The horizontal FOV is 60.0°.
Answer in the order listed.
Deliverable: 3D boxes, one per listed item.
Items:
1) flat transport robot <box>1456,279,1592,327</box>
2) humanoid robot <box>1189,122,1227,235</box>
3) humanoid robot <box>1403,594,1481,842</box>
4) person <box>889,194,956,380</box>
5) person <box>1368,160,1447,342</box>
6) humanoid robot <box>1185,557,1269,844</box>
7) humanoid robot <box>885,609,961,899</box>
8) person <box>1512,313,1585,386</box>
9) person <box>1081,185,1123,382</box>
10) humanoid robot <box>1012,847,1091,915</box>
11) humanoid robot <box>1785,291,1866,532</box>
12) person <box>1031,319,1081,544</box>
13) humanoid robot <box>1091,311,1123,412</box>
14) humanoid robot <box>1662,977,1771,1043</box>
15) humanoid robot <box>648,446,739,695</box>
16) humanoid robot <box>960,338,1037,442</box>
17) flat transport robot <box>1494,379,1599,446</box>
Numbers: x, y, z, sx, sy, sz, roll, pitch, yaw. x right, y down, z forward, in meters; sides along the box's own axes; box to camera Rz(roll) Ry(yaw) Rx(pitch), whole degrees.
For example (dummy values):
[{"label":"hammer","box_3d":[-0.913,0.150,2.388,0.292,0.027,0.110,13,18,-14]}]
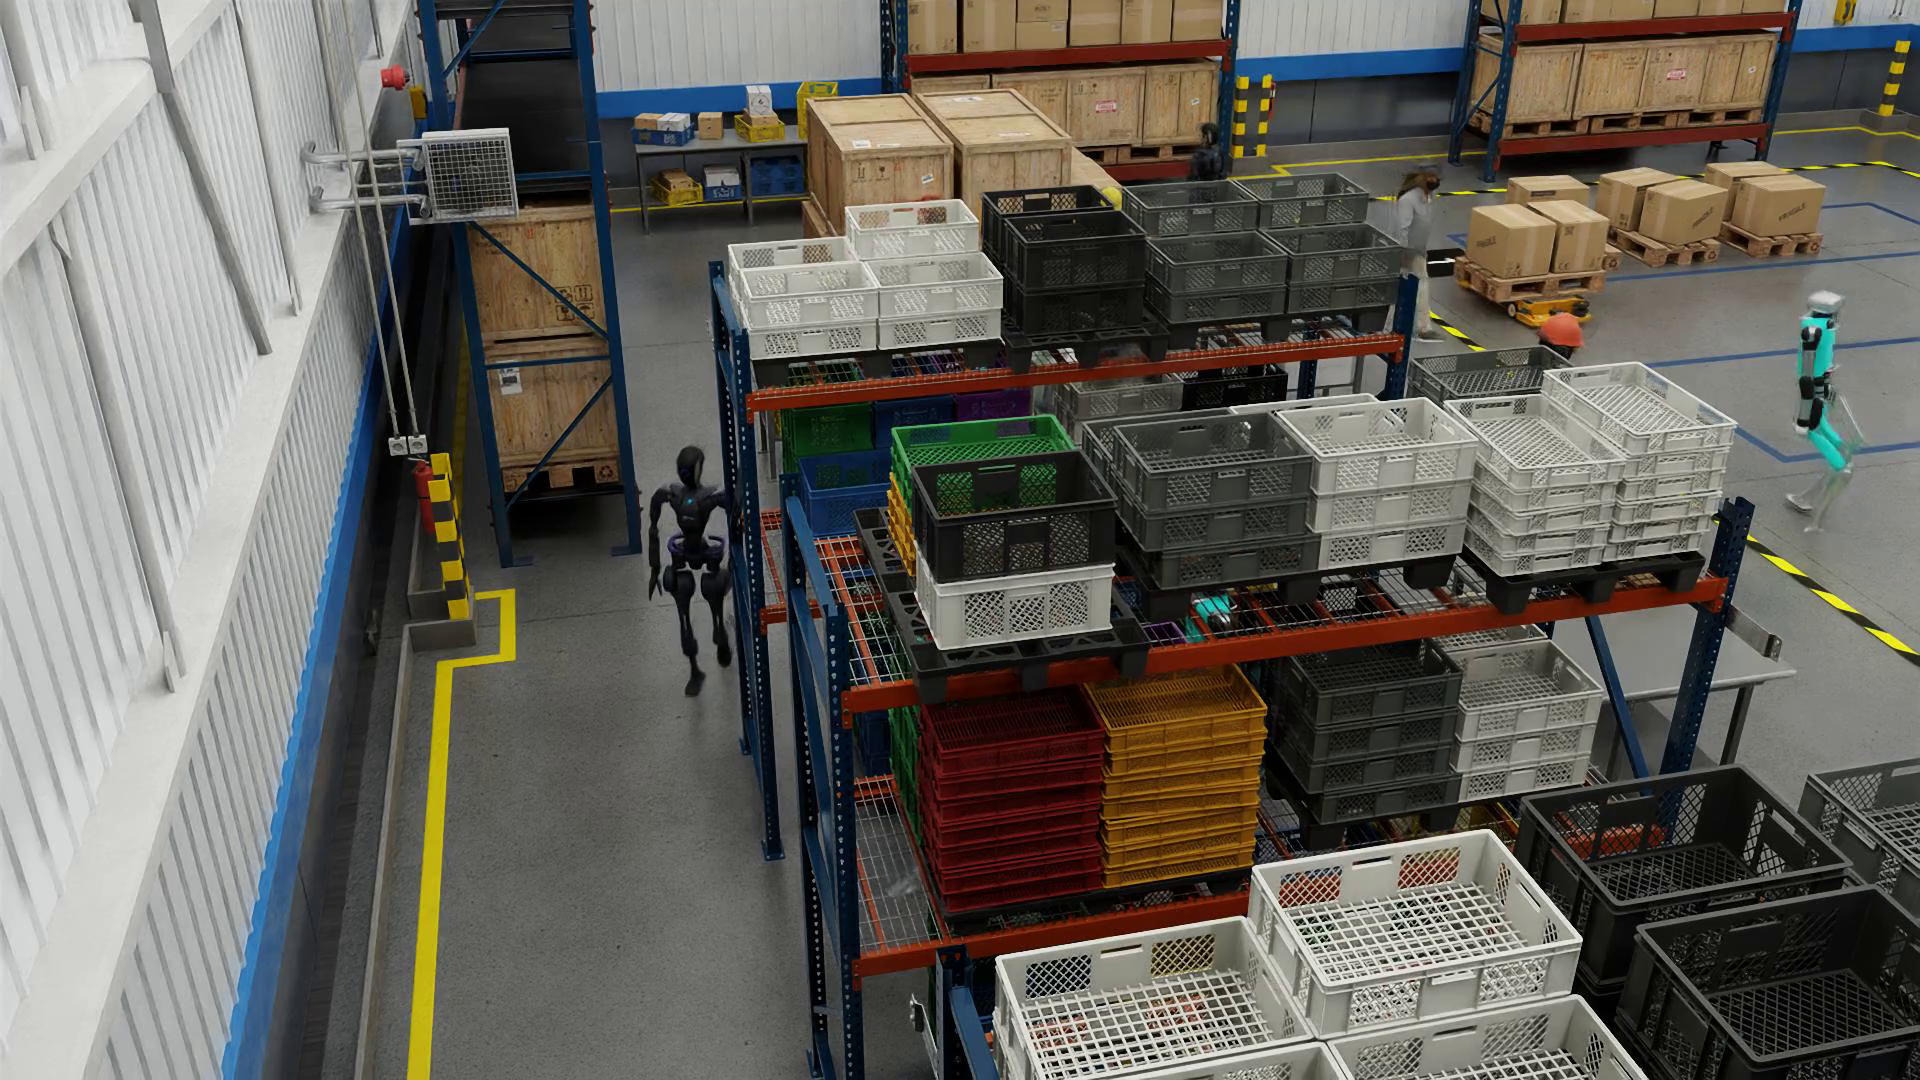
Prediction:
[{"label":"flat transport robot","box_3d":[5.667,-2.496,16.752,0.652,0.197,1.431,-8,29,-14]},{"label":"humanoid robot","box_3d":[2.487,-3.511,17.209,0.643,1.635,0.590,25,37,39]},{"label":"humanoid robot","box_3d":[2.486,1.002,8.663,0.590,1.628,0.754,24,36,38]},{"label":"person","box_3d":[-0.236,-2.056,14.273,0.967,1.832,0.587,-6,28,-11]},{"label":"person","box_3d":[4.212,-2.746,15.702,0.613,1.699,0.924,-21,34,-34]},{"label":"humanoid robot","box_3d":[1.486,0.860,8.780,0.693,1.740,0.530,-6,28,-10]},{"label":"humanoid robot","box_3d":[0.070,1.020,8.597,1.000,1.786,0.533,-12,30,-22]},{"label":"person","box_3d":[3.879,-0.549,11.189,0.373,2.043,0.604,-5,28,-9]},{"label":"person","box_3d":[1.261,-2.198,14.537,0.588,1.834,0.404,5,28,9]},{"label":"humanoid robot","box_3d":[0.464,1.212,8.027,0.735,1.677,0.533,3,28,6]},{"label":"humanoid robot","box_3d":[6.422,-0.912,12.203,0.781,1.773,0.540,17,32,29]},{"label":"person","box_3d":[0.634,-0.791,11.748,0.388,1.948,0.603,-13,30,-23]},{"label":"humanoid robot","box_3d":[1.105,-1.067,12.564,0.410,1.651,0.602,4,28,8]},{"label":"humanoid robot","box_3d":[2.898,2.274,6.261,0.773,1.868,0.551,-11,30,-20]},{"label":"humanoid robot","box_3d":[-1.621,0.151,10.243,0.608,1.641,0.459,1,28,2]},{"label":"humanoid robot","box_3d":[0.299,-0.504,11.318,0.533,1.695,0.730,-4,28,-7]},{"label":"flat transport robot","box_3d":[4.780,-1.036,14.013,0.659,0.231,1.431,-6,28,-12]}]
